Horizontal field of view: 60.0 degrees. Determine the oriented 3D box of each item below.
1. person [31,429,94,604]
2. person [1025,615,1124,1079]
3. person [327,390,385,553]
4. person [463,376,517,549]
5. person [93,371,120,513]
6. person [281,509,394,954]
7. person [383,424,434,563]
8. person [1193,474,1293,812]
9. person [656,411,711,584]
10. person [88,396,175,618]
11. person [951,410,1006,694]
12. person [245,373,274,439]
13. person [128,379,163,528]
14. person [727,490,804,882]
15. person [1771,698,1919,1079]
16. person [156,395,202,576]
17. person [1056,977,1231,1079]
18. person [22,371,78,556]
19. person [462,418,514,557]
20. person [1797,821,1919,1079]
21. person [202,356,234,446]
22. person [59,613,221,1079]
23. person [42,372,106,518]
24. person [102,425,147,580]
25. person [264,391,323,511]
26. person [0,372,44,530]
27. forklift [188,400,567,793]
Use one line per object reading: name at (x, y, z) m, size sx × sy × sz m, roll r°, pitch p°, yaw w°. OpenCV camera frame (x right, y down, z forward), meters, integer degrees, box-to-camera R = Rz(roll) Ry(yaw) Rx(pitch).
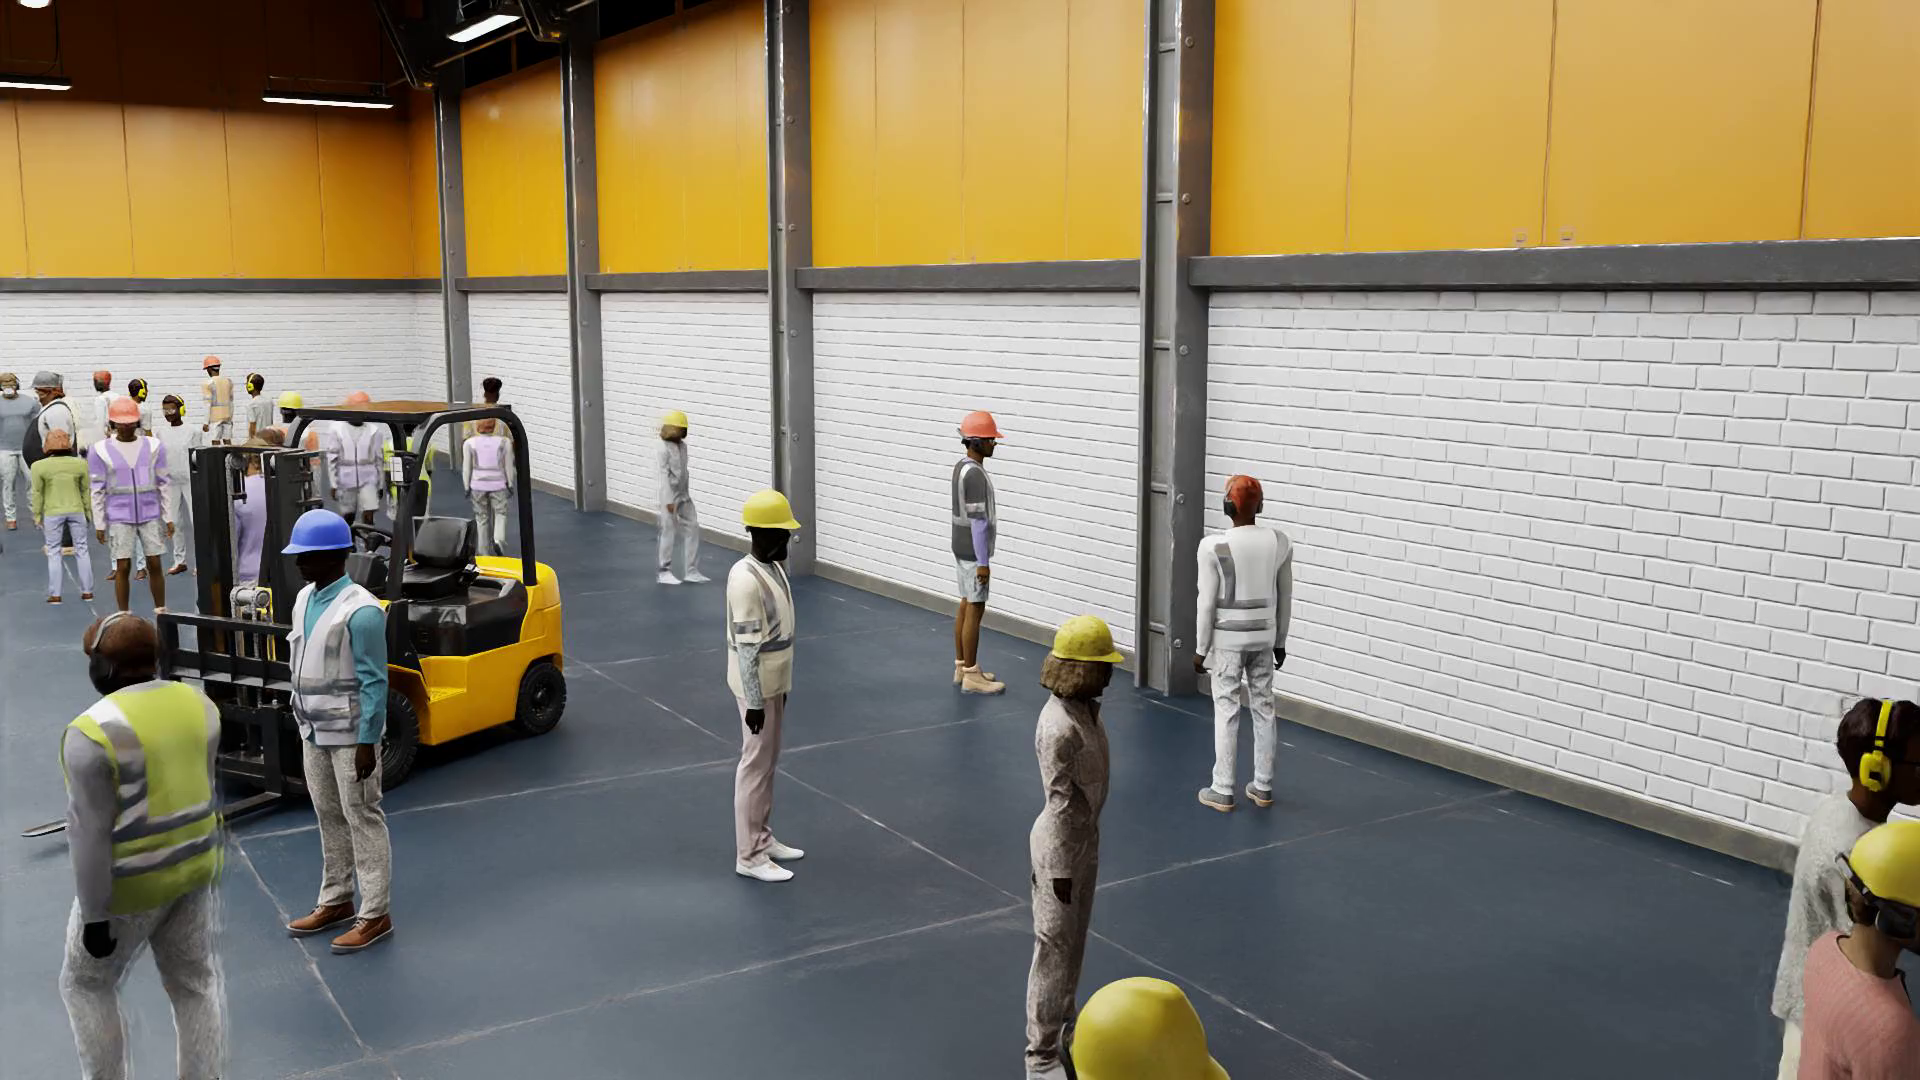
person at (-8.350, -0.220, 15.497) m, size 0.500 × 1.623 × 0.304 m, roll -7°, pitch 11°, yaw -39°
person at (0.422, 1.126, 6.052) m, size 0.331 × 1.734 × 0.482 m, roll 3°, pitch 9°, yaw 20°
person at (-6.268, -0.615, 17.288) m, size 0.564 × 1.899 × 0.709 m, roll -3°, pitch 9°, yaw -20°
person at (-5.279, -0.882, 18.848) m, size 0.644 × 1.942 × 0.557 m, roll 0°, pitch 8°, yaw -2°
person at (-11.161, -1.284, 21.847) m, size 0.382 × 1.874 × 0.573 m, roll 0°, pitch 8°, yaw 0°
person at (-2.744, 0.829, 7.330) m, size 0.607 × 1.948 × 0.389 m, roll 7°, pitch 11°, yaw 38°
person at (-5.686, -0.489, 17.158) m, size 0.501 × 1.666 × 0.678 m, roll -5°, pitch 10°, yaw -29°
person at (1.572, 0.573, 9.270) m, size 0.576 × 1.883 × 0.352 m, roll -3°, pitch 9°, yaw -18°
person at (-2.763, -0.410, 16.436) m, size 0.550 × 1.718 × 0.523 m, roll 4°, pitch 9°, yaw 26°
person at (-6.916, -0.190, 13.929) m, size 0.617 × 2.029 × 0.409 m, roll -6°, pitch 10°, yaw -36°
person at (0.130, 0.086, 12.013) m, size 0.373 × 2.043 × 0.615 m, roll -2°, pitch 9°, yaw -10°
person at (-8.925, -1.188, 21.180) m, size 0.328 × 1.874 × 0.521 m, roll 2°, pitch 9°, yaw 13°
person at (-9.901, -1.015, 20.085) m, size 0.526 × 1.857 × 0.347 m, roll 3°, pitch 9°, yaw 21°
person at (-0.954, 0.706, 8.224) m, size 0.372 × 1.925 × 0.596 m, roll 1°, pitch 8°, yaw 5°
person at (2.425, 1.319, 4.453) m, size 0.968 × 1.819 × 0.548 m, roll 5°, pitch 10°, yaw 31°
person at (-7.947, -0.558, 16.985) m, size 0.510 × 1.861 × 0.324 m, roll 1°, pitch 8°, yaw 4°
person at (0.289, 1.586, 2.837) m, size 0.317 × 1.767 × 0.535 m, roll 2°, pitch 9°, yaw 15°
person at (-9.994, -0.843, 18.288) m, size 0.536 × 2.000 × 0.683 m, roll -5°, pitch 10°, yaw -29°
person at (-5.015, -0.552, 17.692) m, size 0.537 × 1.621 × 0.495 m, roll -2°, pitch 9°, yaw -14°
person at (1.997, 1.467, 3.680) m, size 0.343 × 1.755 × 0.531 m, roll 2°, pitch 9°, yaw 13°
person at (-11.386, -1.858, 25.498) m, size 0.366 × 1.930 × 0.542 m, roll 4°, pitch 9°, yaw 24°
person at (-2.800, 1.153, 5.620) m, size 0.633 × 1.821 × 0.639 m, roll 3°, pitch 9°, yaw 21°
person at (-11.285, -1.203, 21.232) m, size 0.951 × 1.907 × 0.623 m, roll -1°, pitch 9°, yaw -8°
person at (-8.399, -0.406, 16.708) m, size 0.497 × 1.633 × 0.284 m, roll 0°, pitch 8°, yaw -1°
person at (-6.552, -0.496, 16.330) m, size 0.594 × 1.924 × 0.381 m, roll 0°, pitch 8°, yaw -1°
person at (-11.509, -1.078, 20.264) m, size 0.635 × 1.928 × 0.381 m, roll -5°, pitch 10°, yaw -33°
forklift at (-3.529, 0.258, 10.348) m, size 1.214 × 2.155 × 2.313 m, roll 4°, pitch 9°, yaw 25°
